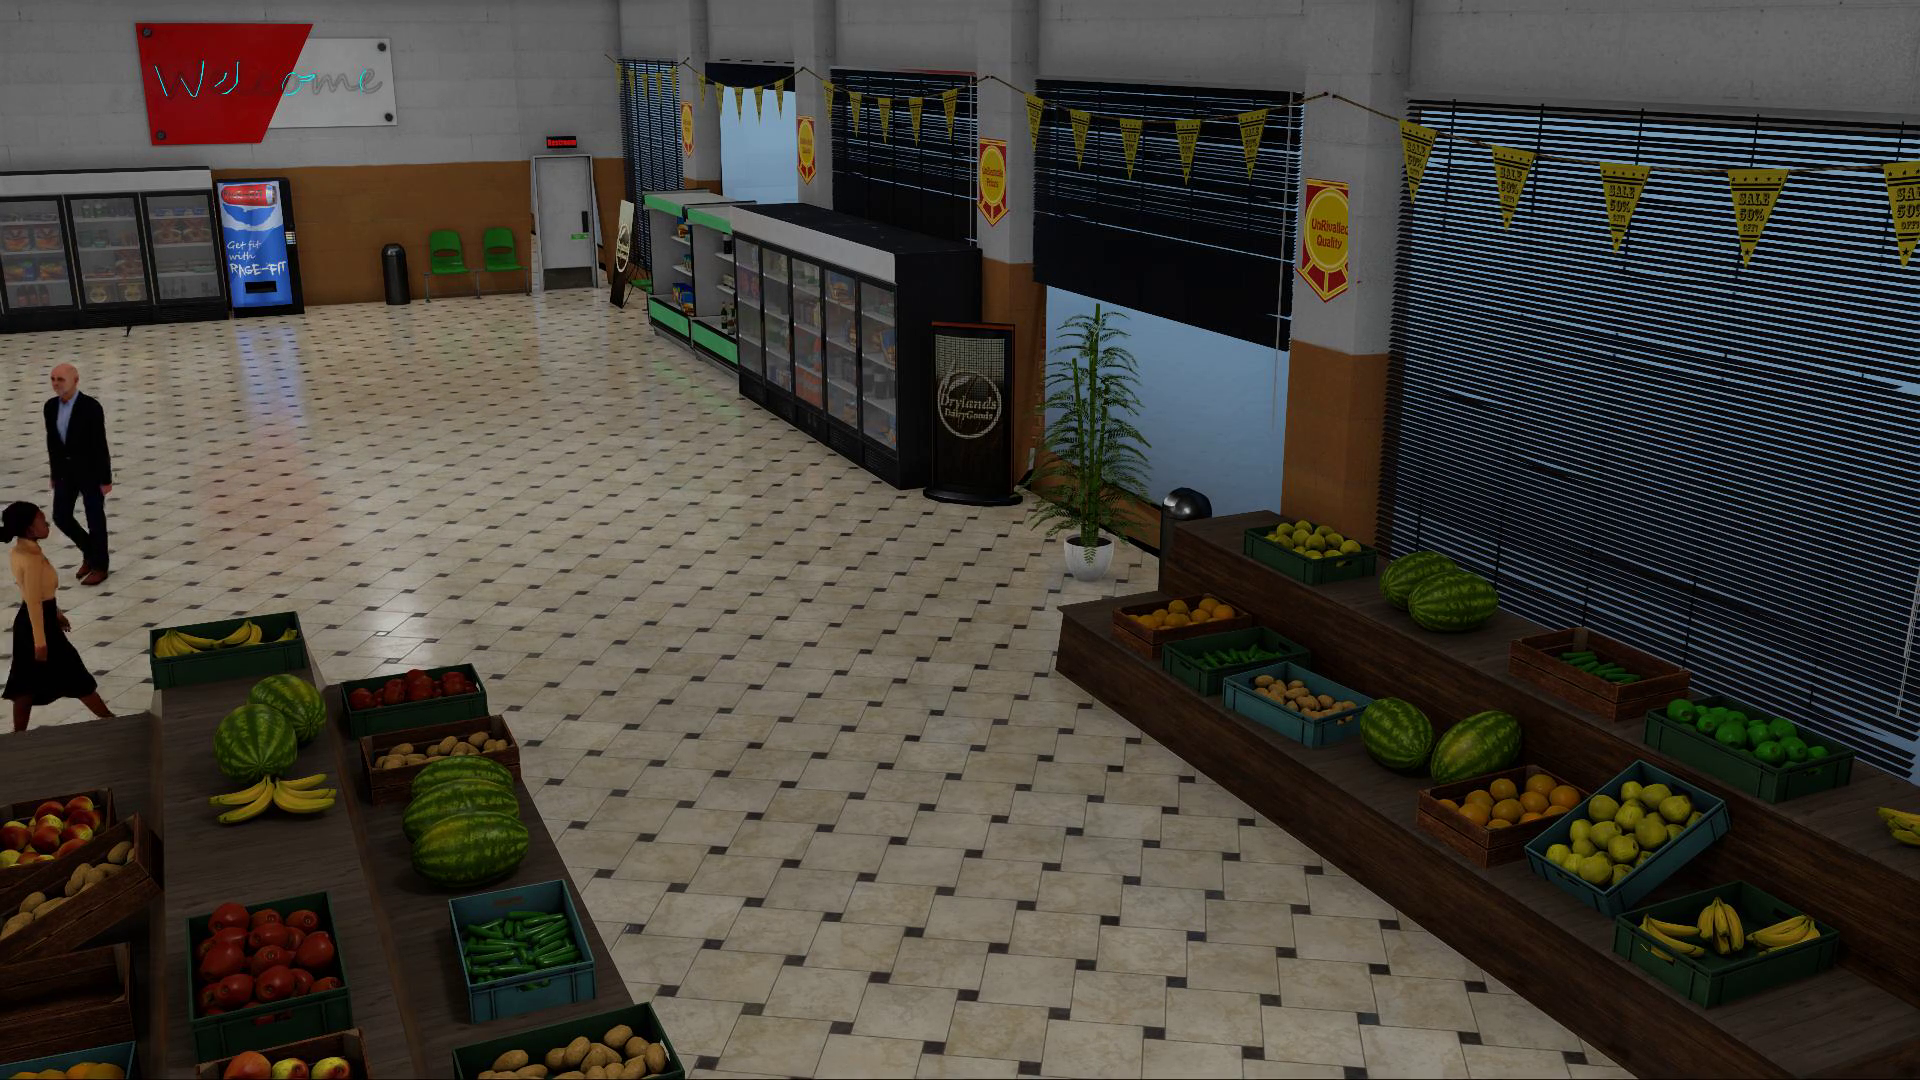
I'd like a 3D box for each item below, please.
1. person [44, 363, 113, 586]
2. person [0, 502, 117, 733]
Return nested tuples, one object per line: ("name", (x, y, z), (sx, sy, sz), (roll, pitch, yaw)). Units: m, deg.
("person", (-7.036, -0.554, 13.398), (0.826, 1.796, 0.841), (2, 17, 8))
("person", (-5.567, 0.597, 9.901), (0.808, 1.626, 0.964), (-14, 22, -38))
